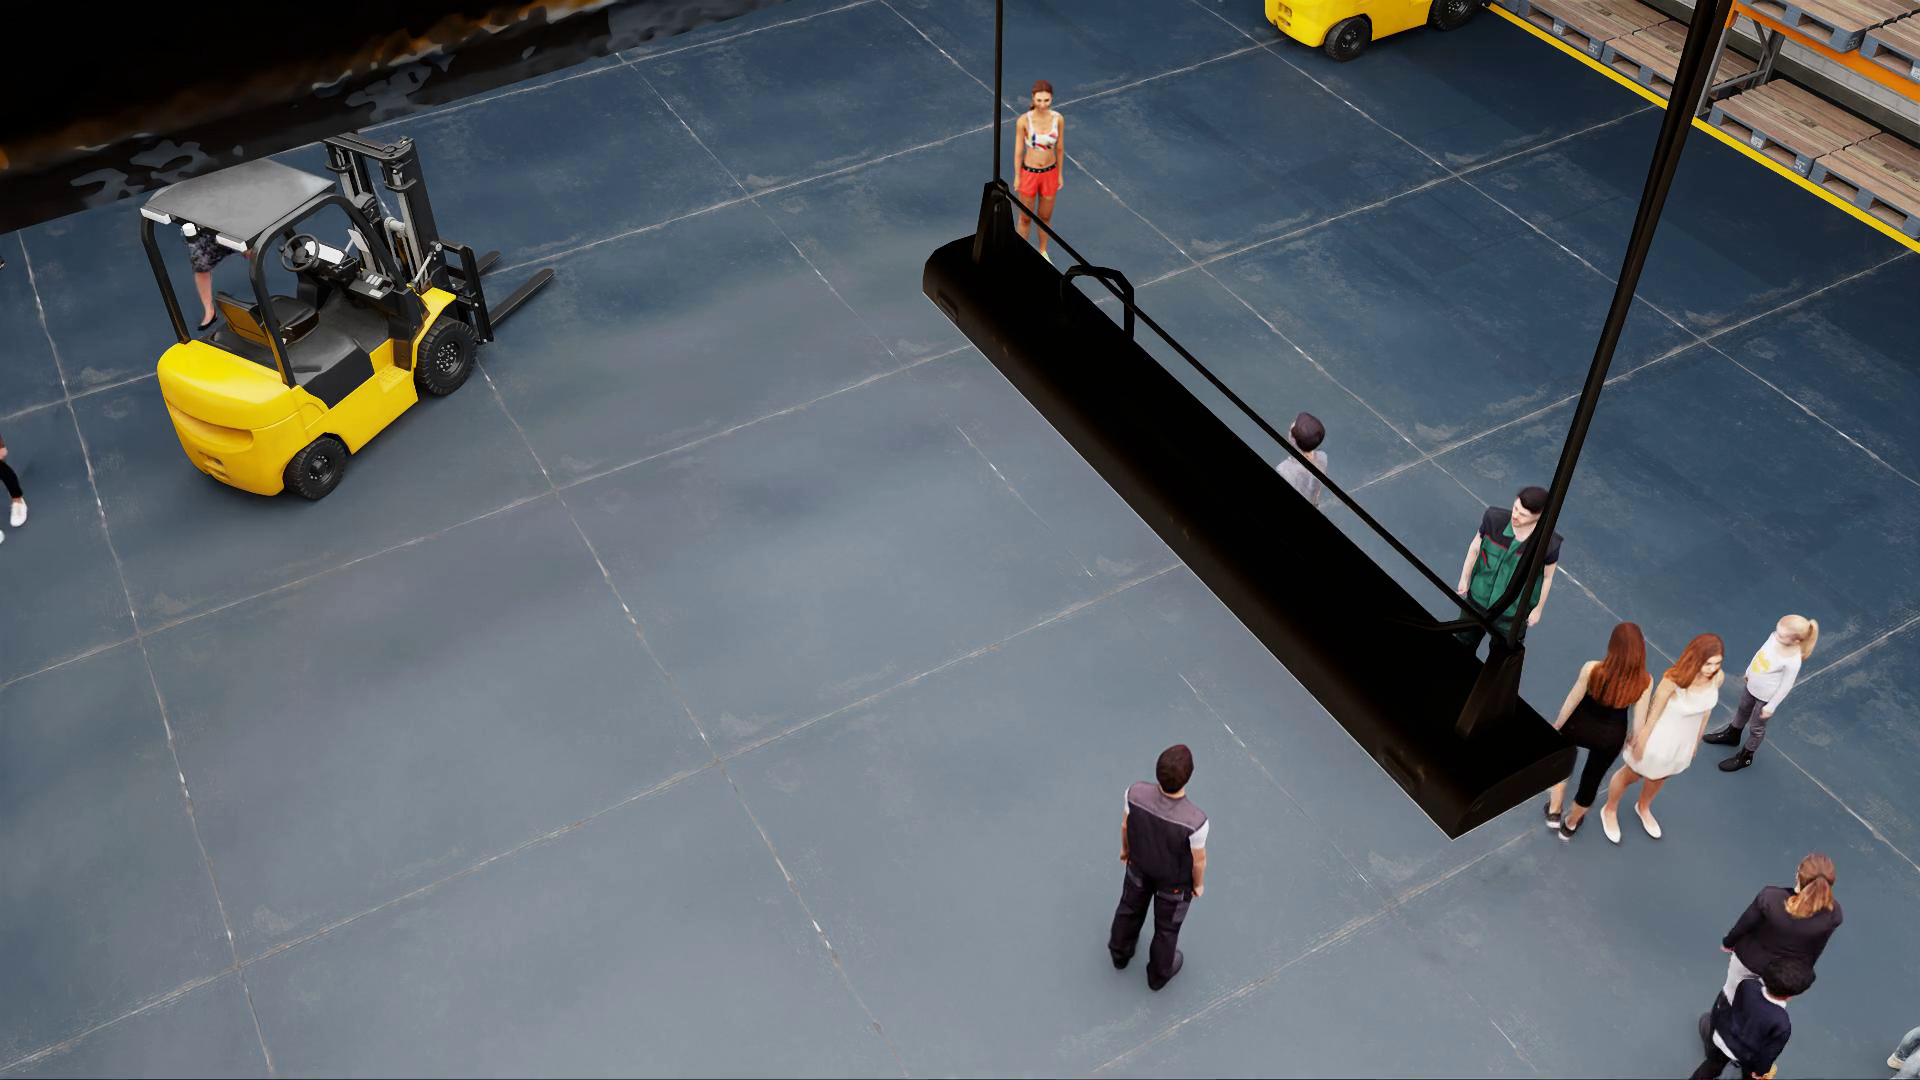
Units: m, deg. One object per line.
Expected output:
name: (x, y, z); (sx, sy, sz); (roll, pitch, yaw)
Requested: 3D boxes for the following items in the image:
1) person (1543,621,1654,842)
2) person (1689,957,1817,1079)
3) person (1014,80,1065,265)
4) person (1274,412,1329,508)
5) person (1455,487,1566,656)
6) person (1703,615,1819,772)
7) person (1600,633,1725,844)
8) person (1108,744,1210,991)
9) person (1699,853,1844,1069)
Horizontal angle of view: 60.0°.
person: (3.660, 1.167, 9.667); (0.704, 1.714, 0.784); (19, 47, 19)
person: (3.985, 2.591, 8.547); (0.624, 1.197, 0.744); (-15, 46, -16)
person: (0.664, -3.076, 14.067); (0.650, 1.789, 0.640); (-7, 44, -7)
person: (2.170, 0.001, 10.785); (0.687, 1.860, 0.744); (-25, 49, -24)
person: (3.373, 0.370, 10.370); (0.680, 1.899, 0.825); (24, 49, 23)
person: (4.966, 0.915, 10.247); (0.629, 1.279, 0.543); (-3, 44, -3)
person: (4.129, 1.134, 9.705); (0.629, 1.710, 0.624); (-8, 44, -8)
person: (1.078, 1.760, 8.951); (0.683, 1.843, 0.803); (26, 49, 25)
person: (4.150, 2.235, 8.543); (0.734, 1.719, 0.794); (12, 45, 12)
